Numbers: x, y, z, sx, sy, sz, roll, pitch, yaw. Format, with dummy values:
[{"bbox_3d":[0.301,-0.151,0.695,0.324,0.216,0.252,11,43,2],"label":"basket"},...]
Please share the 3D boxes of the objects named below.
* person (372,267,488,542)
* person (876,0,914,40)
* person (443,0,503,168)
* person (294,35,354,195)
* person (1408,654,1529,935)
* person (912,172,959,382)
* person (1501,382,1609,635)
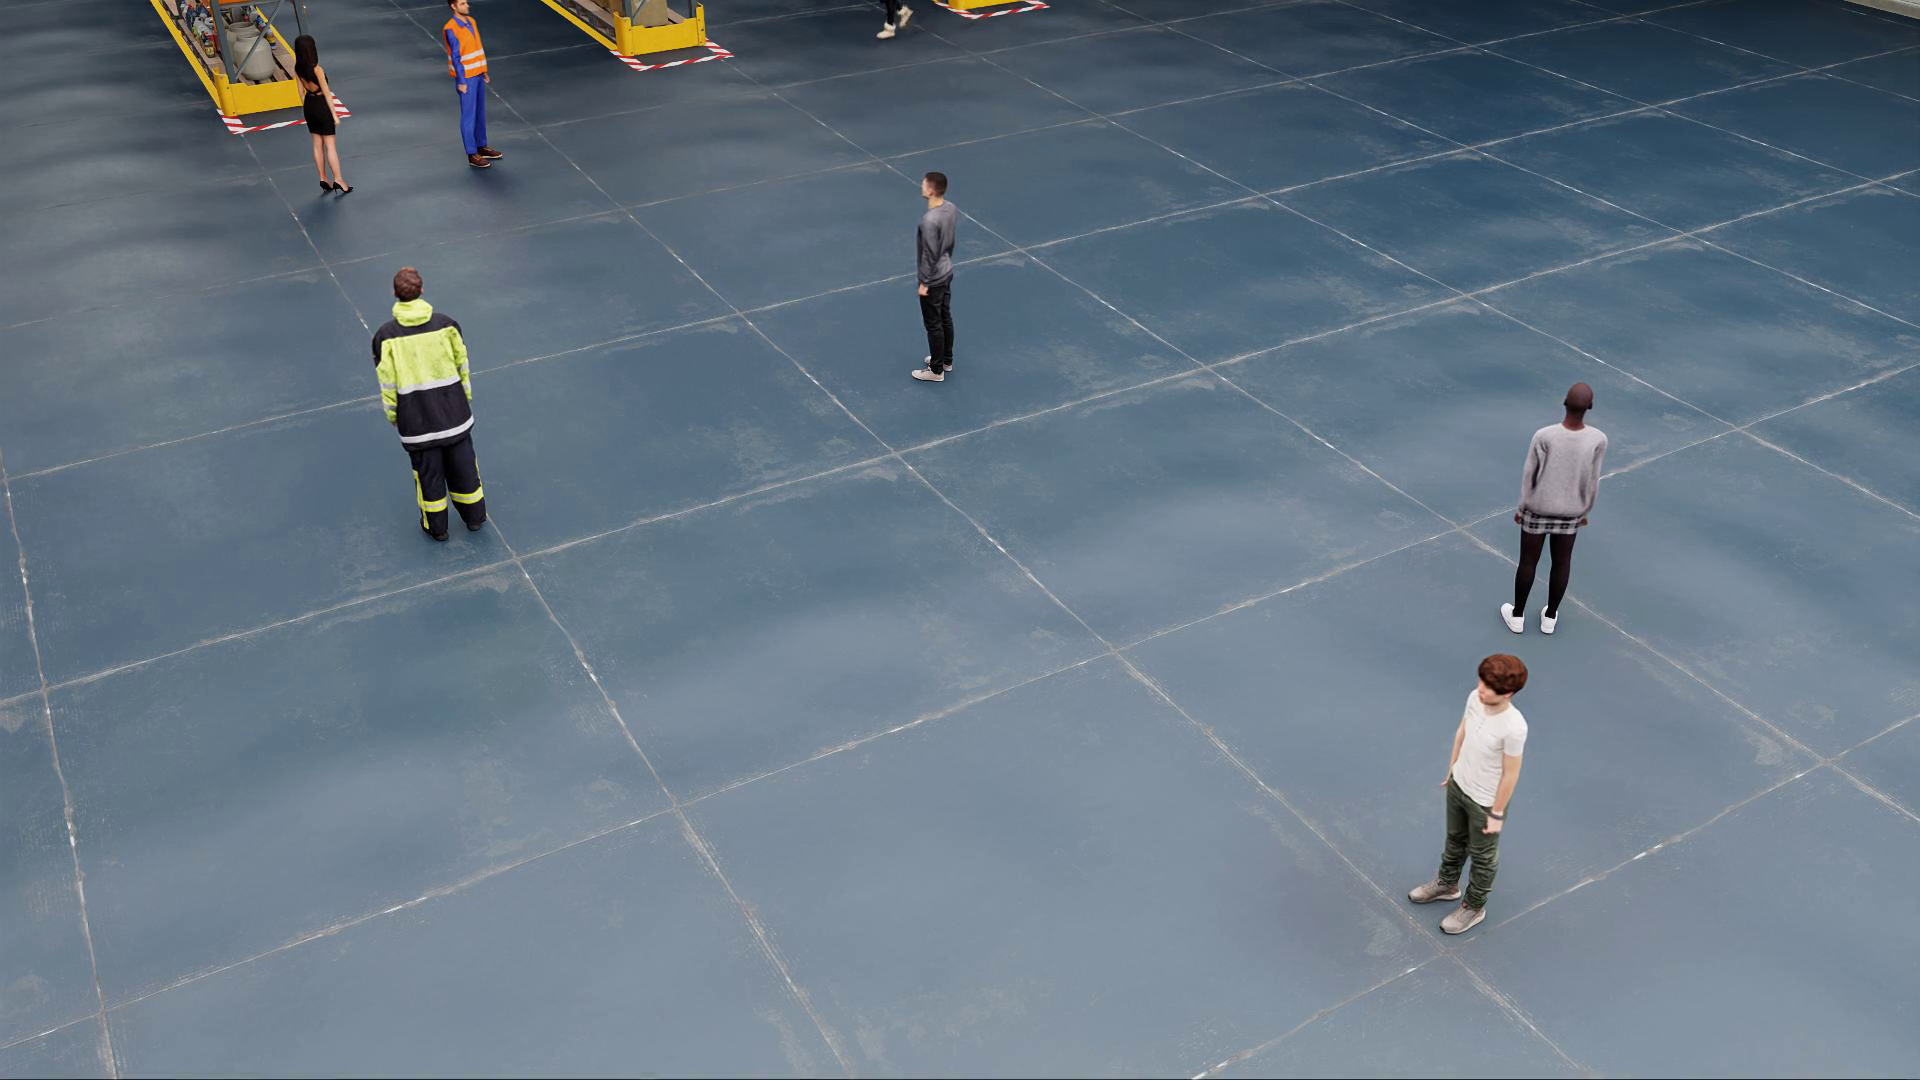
[{"bbox_3d":[-3.652,-0.933,11.438,0.763,1.981,0.618,-18,36,-26],"label":"person"},{"bbox_3d":[-0.871,-7.588,22.304,0.664,1.644,0.765,-19,37,-28],"label":"person"},{"bbox_3d":[-5.316,-5.013,18.014,0.836,1.864,0.771,8,33,12],"label":"person"},{"bbox_3d":[-6.653,-4.408,17.256,0.590,1.650,0.679,13,34,19],"label":"person"},{"bbox_3d":[2.593,1.249,8.286,0.649,1.654,0.508,-12,34,-19],"label":"person"},{"bbox_3d":[-0.192,-2.155,13.580,0.728,1.761,0.703,14,35,21],"label":"person"},{"bbox_3d":[3.740,-0.194,10.462,0.702,1.772,0.730,4,32,6],"label":"person"}]
